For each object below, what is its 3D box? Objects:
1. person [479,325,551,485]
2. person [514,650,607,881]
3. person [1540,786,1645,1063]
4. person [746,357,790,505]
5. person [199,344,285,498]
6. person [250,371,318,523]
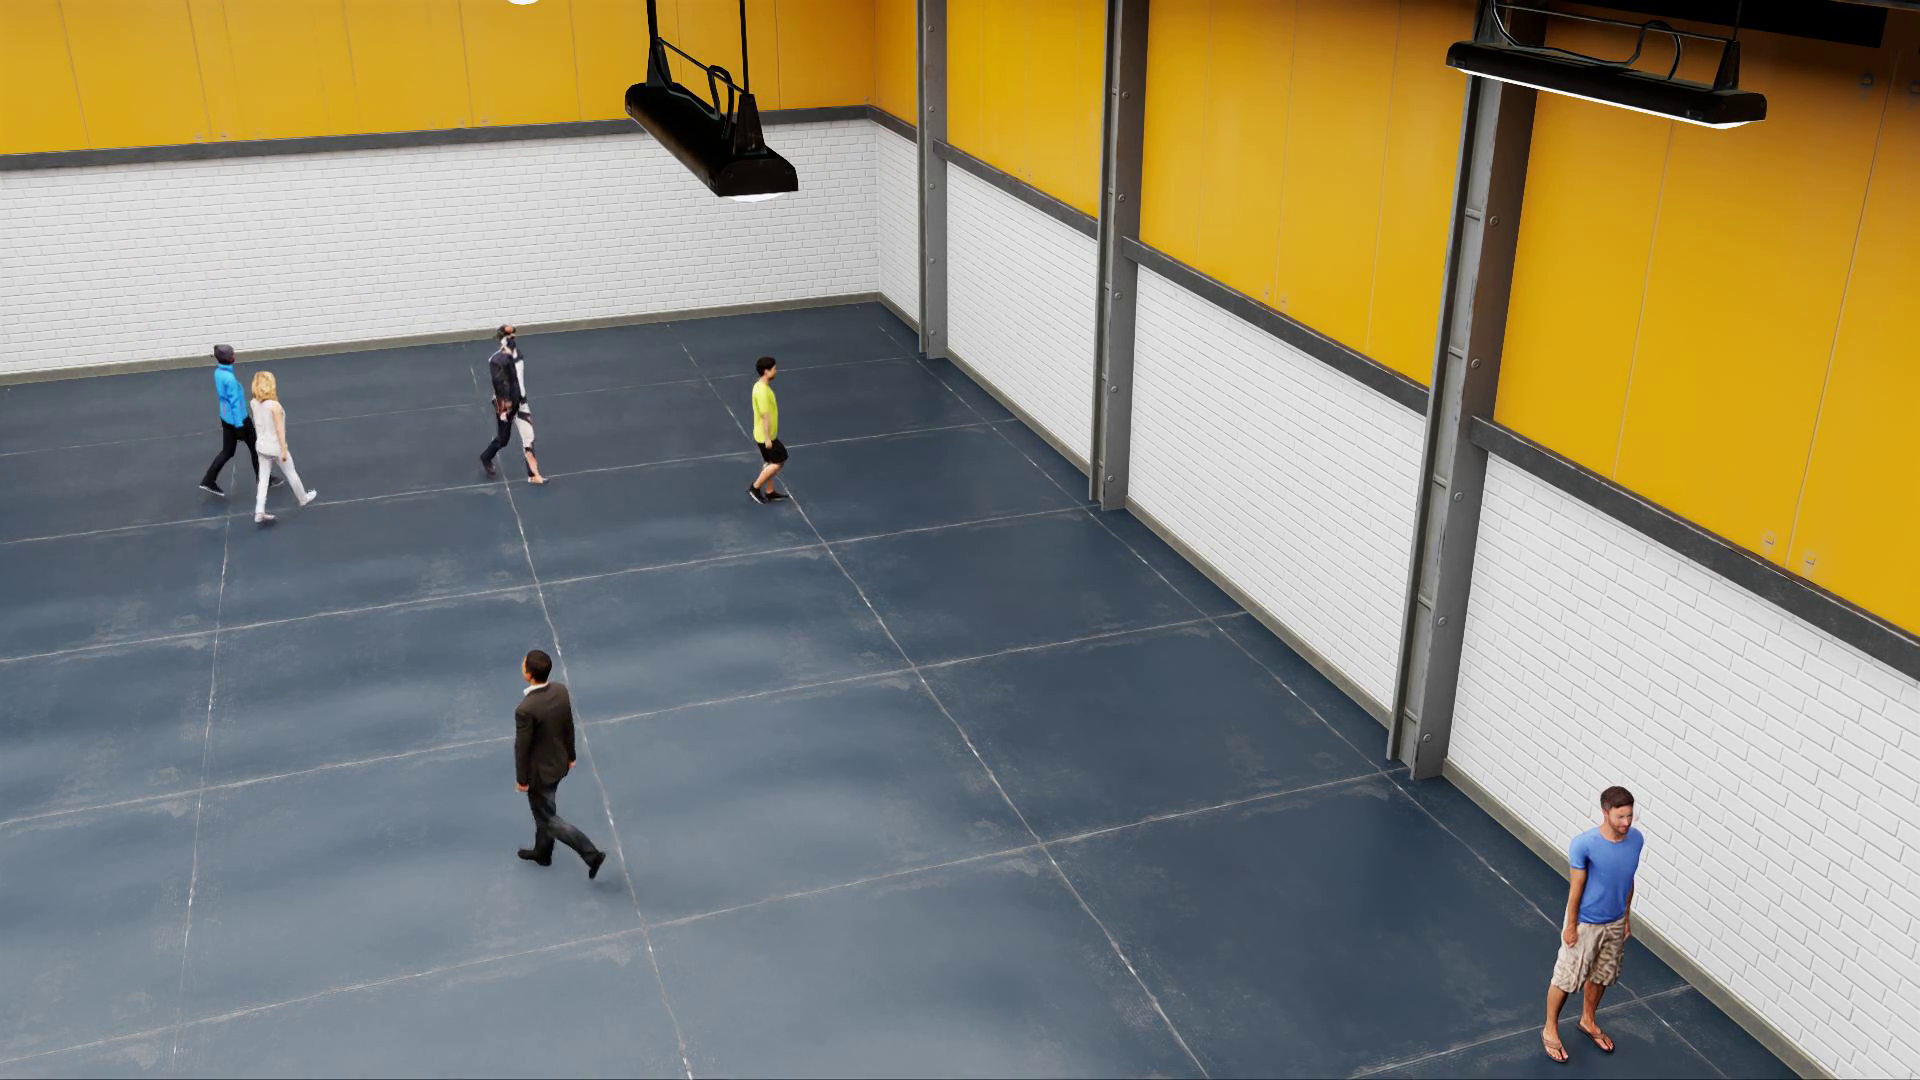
[{"bbox_3d":[-5.194,-1.533,18.978,1.246,1.863,1.130,13,27,28],"label":"person"},{"bbox_3d":[-2.890,1.631,11.840,1.152,1.783,1.107,10,25,21],"label":"person"},{"bbox_3d":[3.891,2.310,10.188,0.653,1.863,0.571,-6,24,-14],"label":"person"},{"bbox_3d":[-2.202,-1.185,18.384,0.764,1.702,0.700,-4,24,-10],"label":"person"},{"bbox_3d":[-8.201,-1.307,18.587,1.156,1.763,1.003,22,32,40],"label":"person"},{"bbox_3d":[-7.521,-0.971,17.989,1.057,1.625,1.155,9,25,20],"label":"person"}]
